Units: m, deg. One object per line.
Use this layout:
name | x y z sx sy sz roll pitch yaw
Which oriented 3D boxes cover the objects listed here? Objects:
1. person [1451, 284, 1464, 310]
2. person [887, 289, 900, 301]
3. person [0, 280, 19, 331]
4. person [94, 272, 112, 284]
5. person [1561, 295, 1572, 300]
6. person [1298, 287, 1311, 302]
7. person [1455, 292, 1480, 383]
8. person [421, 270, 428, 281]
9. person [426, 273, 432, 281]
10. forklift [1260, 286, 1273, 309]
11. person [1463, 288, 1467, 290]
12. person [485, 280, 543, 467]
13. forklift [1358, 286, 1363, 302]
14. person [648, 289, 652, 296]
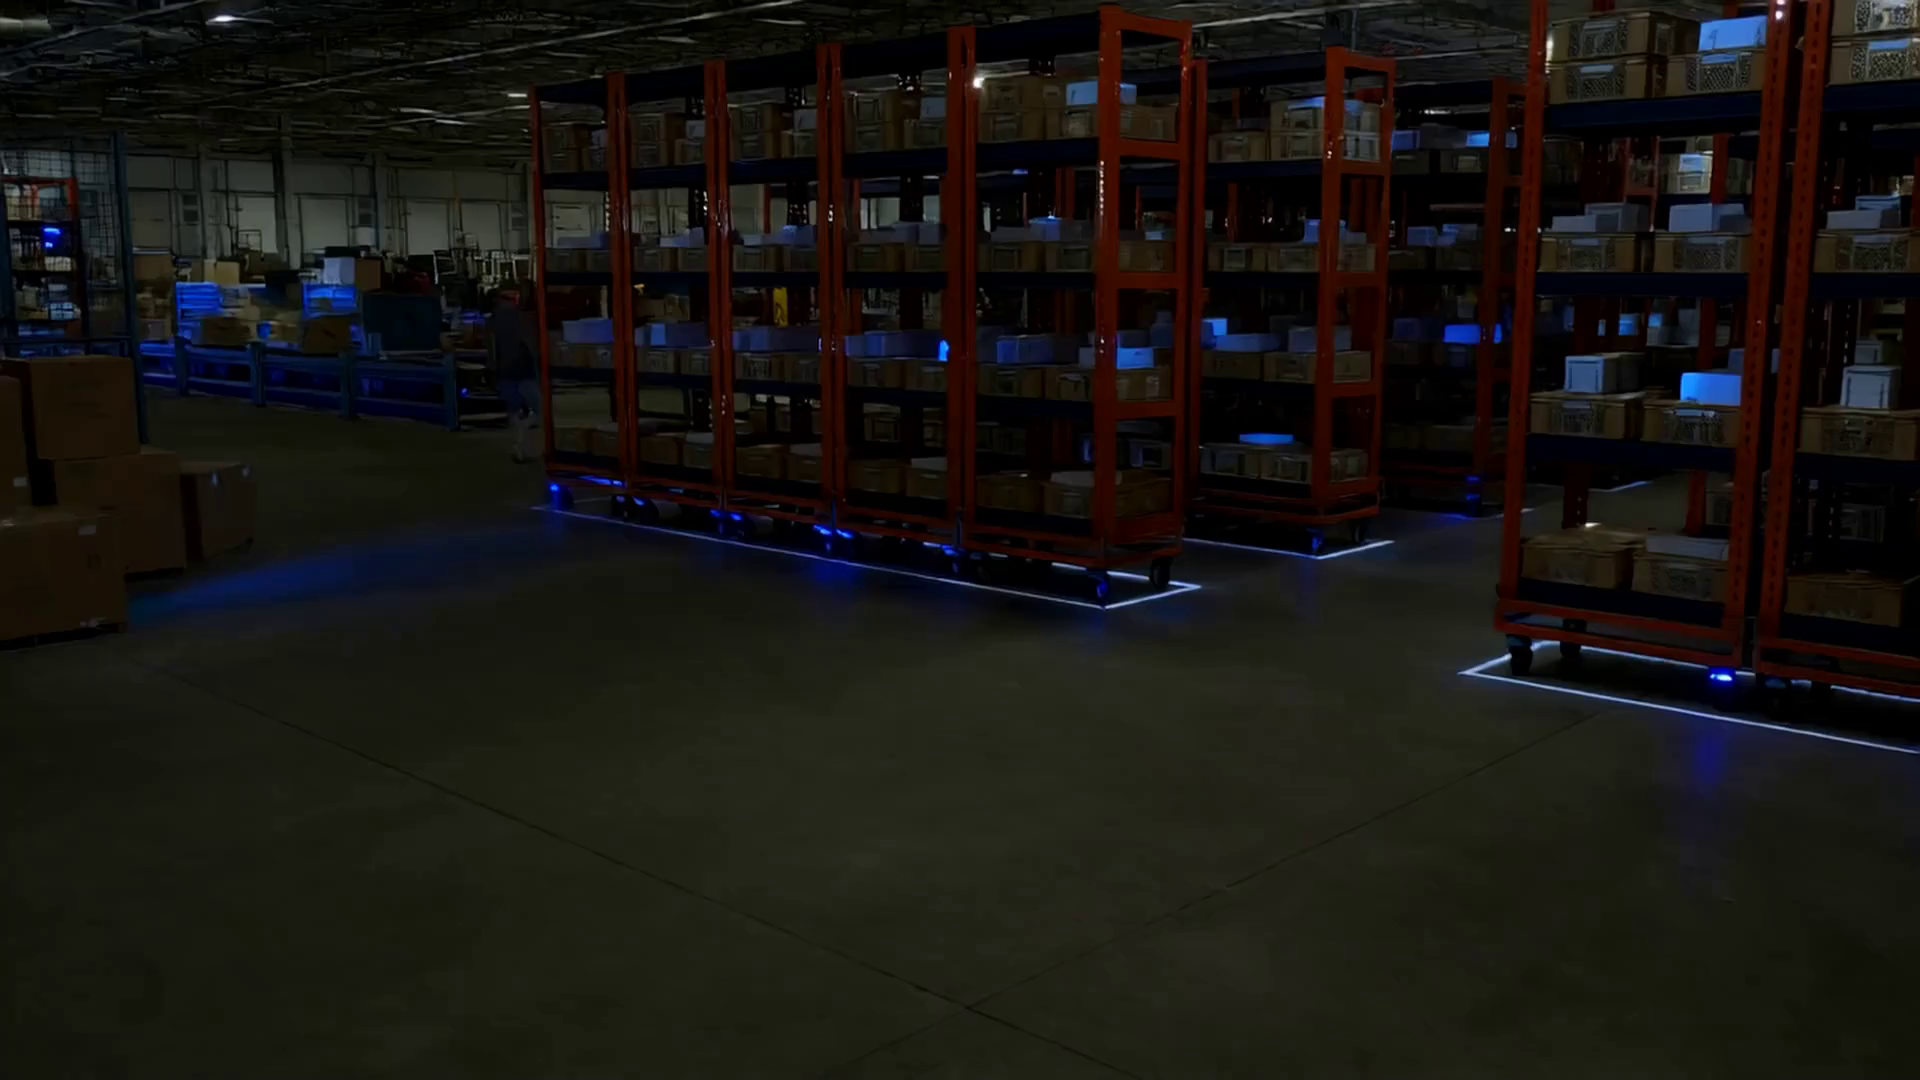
person | 9.221 -3.867 30.817 0.389 1.846 0.566 4 10 21
person | -2.355 -8.544 60.058 0.540 1.673 0.788 0 9 1
person | -30.988 -7.578 53.487 1.027 1.885 0.555 -2 9 -10
person | -31.715 -8.927 61.531 0.653 1.955 1.090 -2 9 -11
person | 12.534 -4.438 34.343 0.588 1.837 0.403 -7 12 -37
person | 8.496 -5.608 41.239 0.448 1.930 0.599 -4 10 -22
person | 6.317 -2.144 20.455 0.942 1.787 0.617 7 12 38
person | -28.280 -13.249 87.885 0.394 1.994 0.612 -1 9 -3
person | -28.433 -13.353 88.936 0.622 1.862 0.612 -8 12 -41
forklift | 9.640 -7.722 51.291 1.129 2.768 1.873 -9 13 -42
person | 18.626 -8.828 61.921 0.500 1.625 0.347 7 12 37
person | -4.600 -1.704 17.196 0.640 1.966 0.735 1 9 4
forklift | 11.100 -7.017 46.970 1.873 2.768 1.129 9 13 43
person | -17.344 -14.093 93.252 0.372 1.934 0.627 -5 10 -27
